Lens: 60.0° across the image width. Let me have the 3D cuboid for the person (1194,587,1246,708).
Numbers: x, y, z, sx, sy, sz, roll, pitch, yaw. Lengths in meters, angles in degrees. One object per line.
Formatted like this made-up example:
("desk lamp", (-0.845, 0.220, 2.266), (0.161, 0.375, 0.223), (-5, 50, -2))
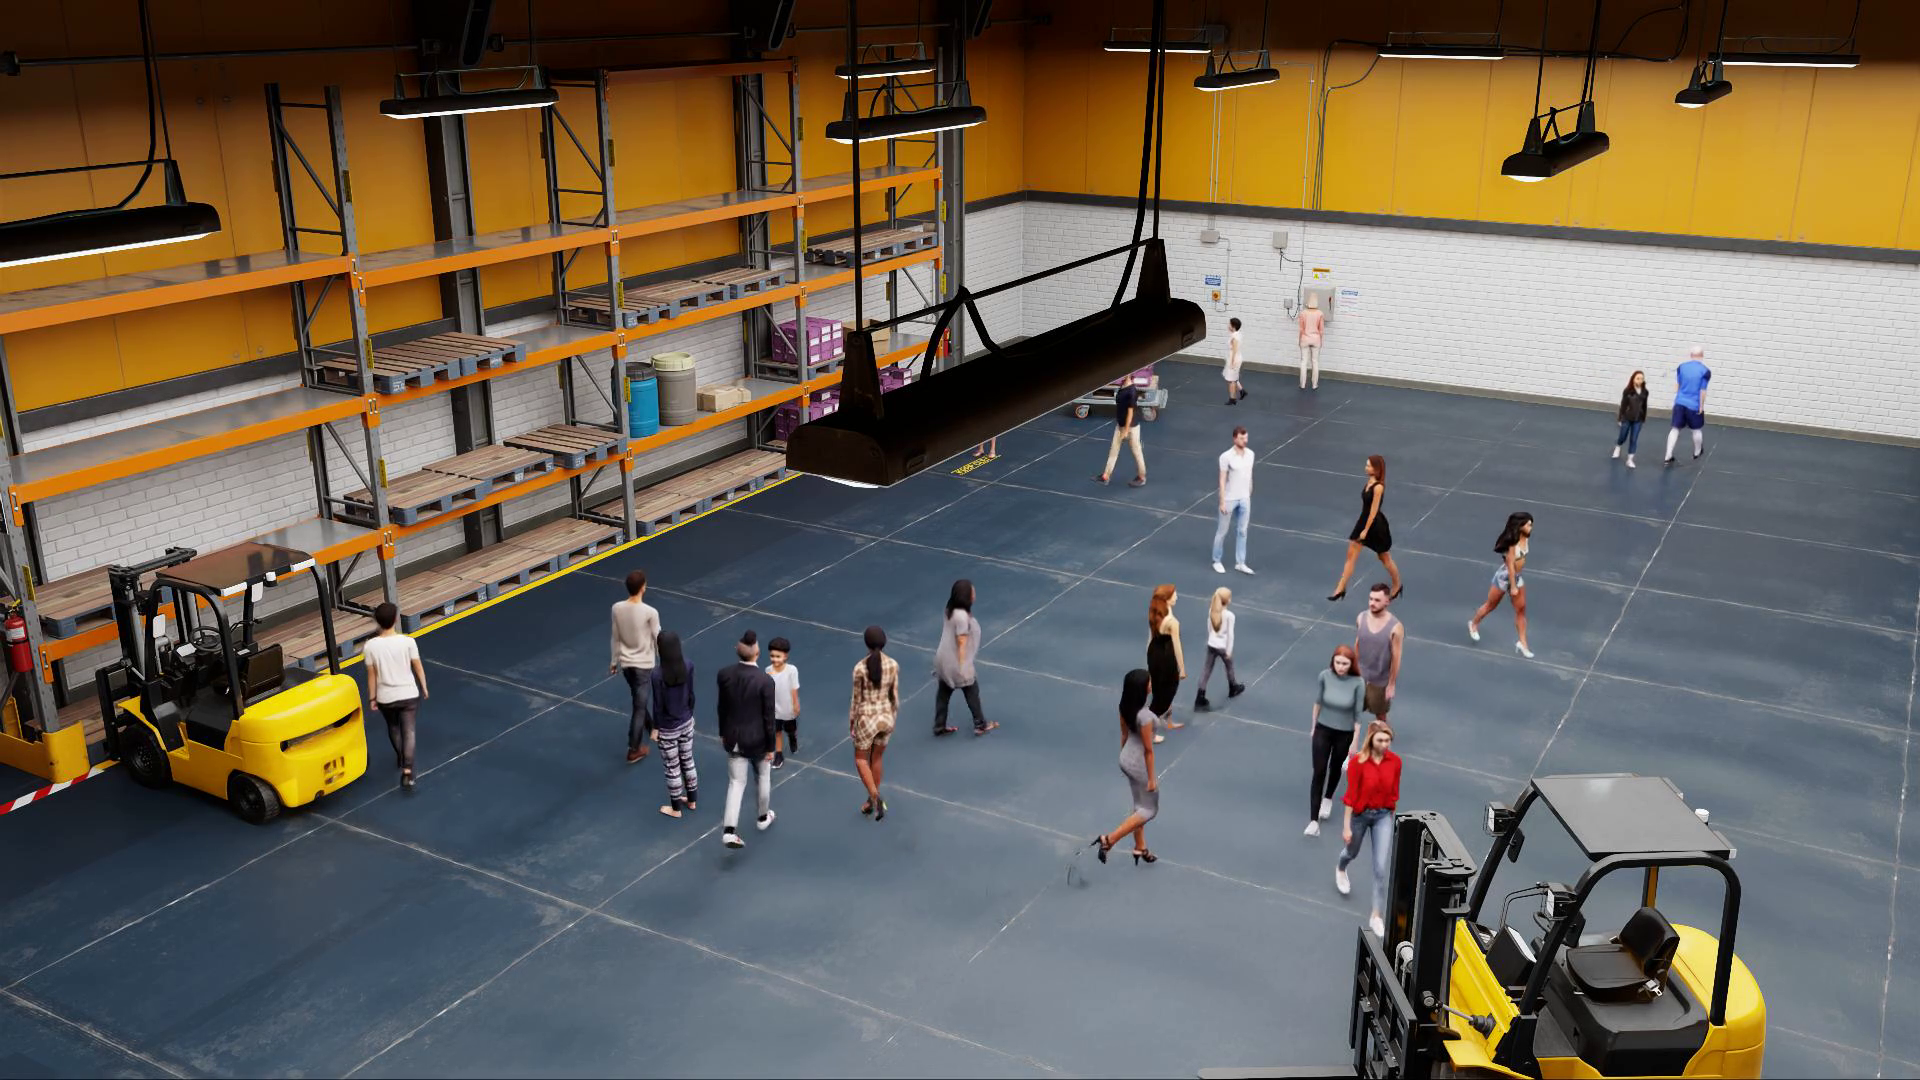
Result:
("person", (2.559, 1.107, 16.724), (0.651, 1.242, 0.963), (17, 25, 41))

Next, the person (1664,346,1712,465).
("person", (10.922, -1.982, 25.056), (0.826, 1.779, 1.229), (17, 25, 41))

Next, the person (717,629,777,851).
("person", (-1.820, 1.692, 13.932), (0.919, 1.917, 1.241), (6, 19, 17))

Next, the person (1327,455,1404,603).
("person", (4.899, -0.065, 19.377), (1.098, 1.772, 1.128), (-2, 19, -7))

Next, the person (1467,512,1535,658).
("person", (5.887, 0.473, 18.095), (1.077, 1.570, 0.901), (-14, 23, -35))

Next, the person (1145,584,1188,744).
("person", (1.850, 1.198, 15.885), (0.903, 1.606, 0.823), (-8, 20, -23))

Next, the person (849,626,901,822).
("person", (-0.707, 1.641, 14.318), (0.886, 1.767, 0.929), (-9, 21, -24))

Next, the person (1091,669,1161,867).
("person", (1.384, 1.906, 13.532), (0.974, 1.766, 0.873), (-8, 20, -23))

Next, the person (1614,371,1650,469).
("person", (10.148, -1.854, 25.170), (0.786, 1.464, 0.979), (2, 19, 6))

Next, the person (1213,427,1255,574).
("person", (3.380, -0.511, 20.575), (0.795, 1.853, 0.864), (-8, 20, -23))

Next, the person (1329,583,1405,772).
("person", (3.858, 1.224, 15.291), (0.758, 1.819, 1.047), (15, 24, 37))

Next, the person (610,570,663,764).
("person", (-3.049, 1.210, 15.488), (0.807, 1.837, 1.074), (7, 20, 19))

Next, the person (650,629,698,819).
("person", (-2.497, 1.586, 14.532), (0.713, 1.734, 0.528), (16, 24, 39))

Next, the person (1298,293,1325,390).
("person", (6.302, -3.587, 29.907), (0.662, 1.725, 0.632), (3, 19, 10))

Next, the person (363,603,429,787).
("person", (-5.111, 1.429, 15.074), (1.094, 1.686, 1.174), (-4, 19, -12))

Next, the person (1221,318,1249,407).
("person", (4.799, -3.060, 28.631), (0.704, 1.540, 0.708), (6, 19, 17))

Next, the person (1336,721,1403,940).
("person", (3.144, 2.157, 12.939), (1.057, 1.668, 1.204), (-2, 19, -6))

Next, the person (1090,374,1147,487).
("person", (2.507, -1.641, 23.986), (1.170, 1.816, 1.056), (-7, 20, -21))

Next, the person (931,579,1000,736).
("person", (-0.109, 1.160, 16.037), (0.986, 1.581, 0.887), (-9, 20, -24))

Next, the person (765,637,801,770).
("person", (-1.652, 1.493, 15.567), (0.647, 1.251, 0.774), (2, 19, 6))

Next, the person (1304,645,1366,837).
("person", (3.253, 1.669, 14.338), (0.709, 1.702, 1.105), (8, 20, 22))
